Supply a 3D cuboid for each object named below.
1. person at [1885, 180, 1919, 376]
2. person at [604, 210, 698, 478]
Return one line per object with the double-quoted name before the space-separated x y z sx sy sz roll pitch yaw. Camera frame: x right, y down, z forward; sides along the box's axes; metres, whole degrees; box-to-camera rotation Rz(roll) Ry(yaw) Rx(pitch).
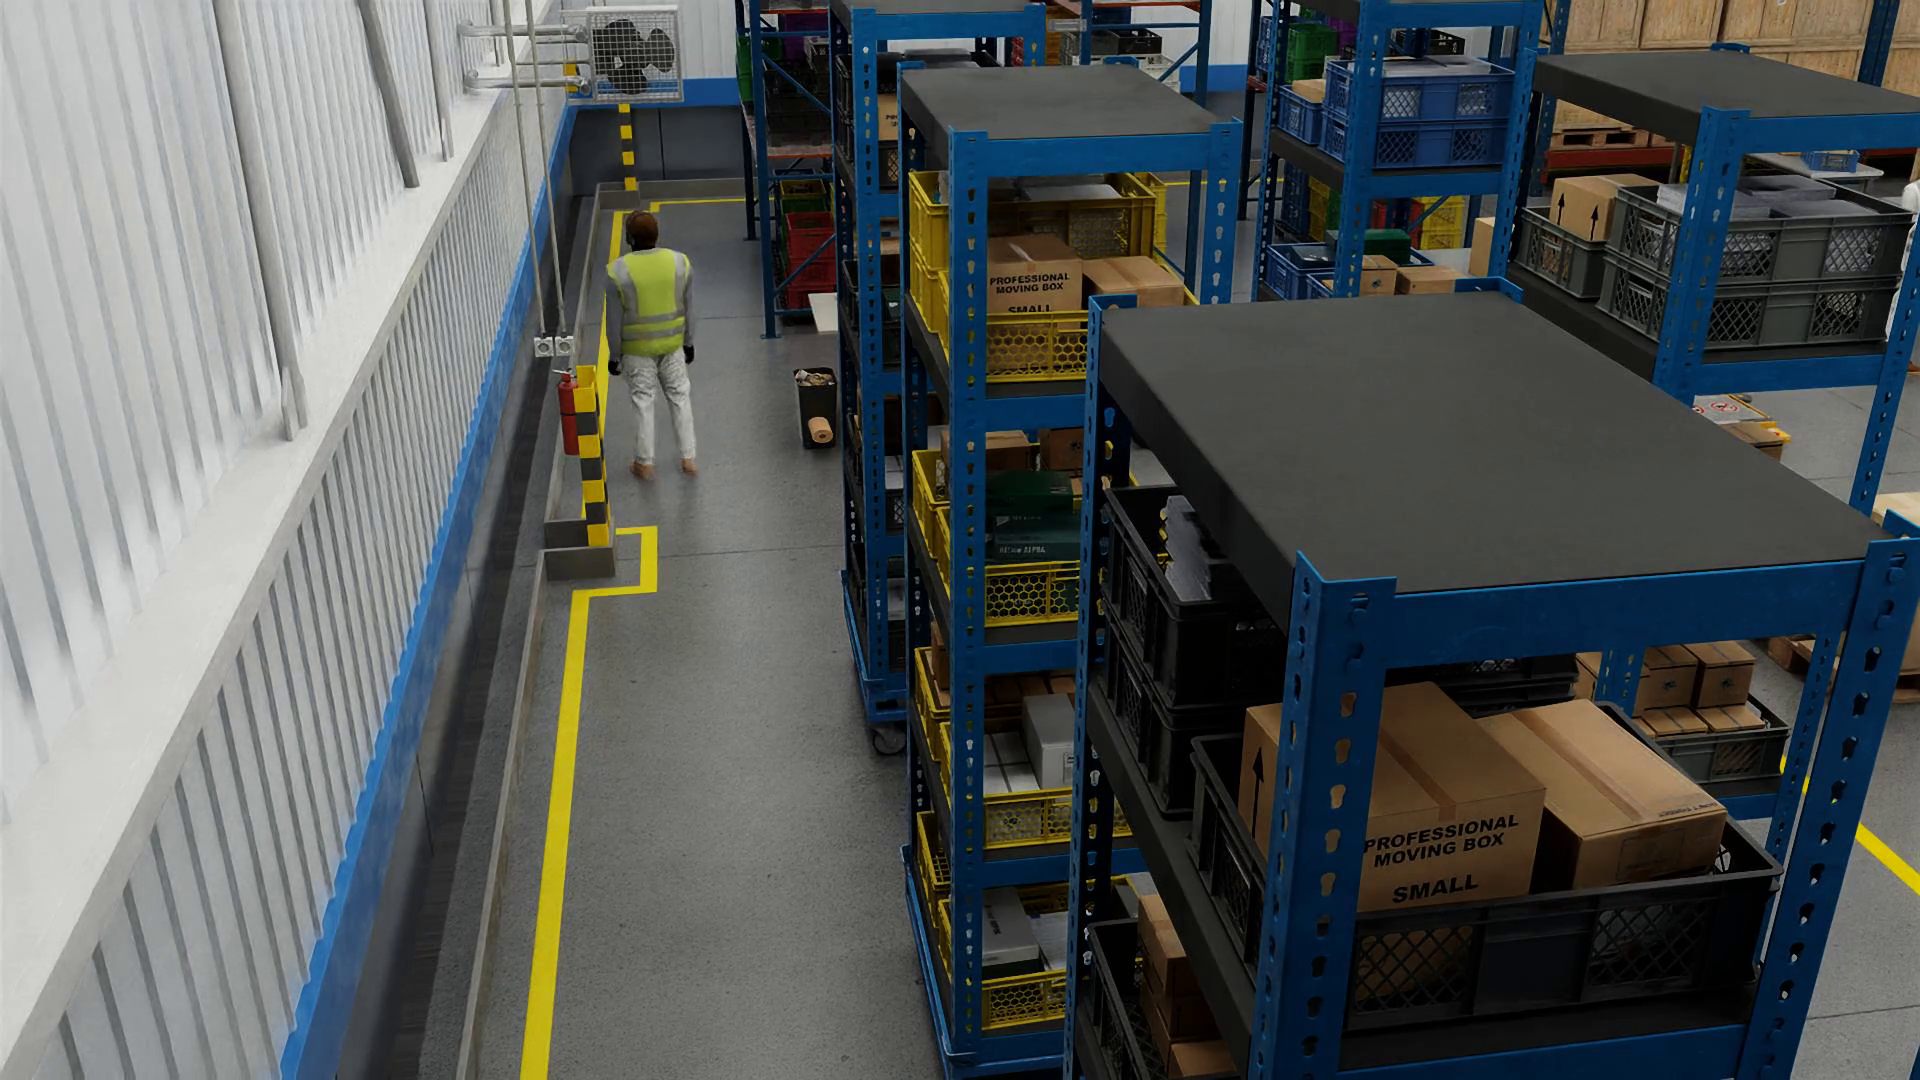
"person" 7.574 -2.200 13.135 0.578 1.882 0.353 -12 27 -24
"person" -2.082 -1.306 11.260 0.651 1.841 0.463 -13 28 -26
